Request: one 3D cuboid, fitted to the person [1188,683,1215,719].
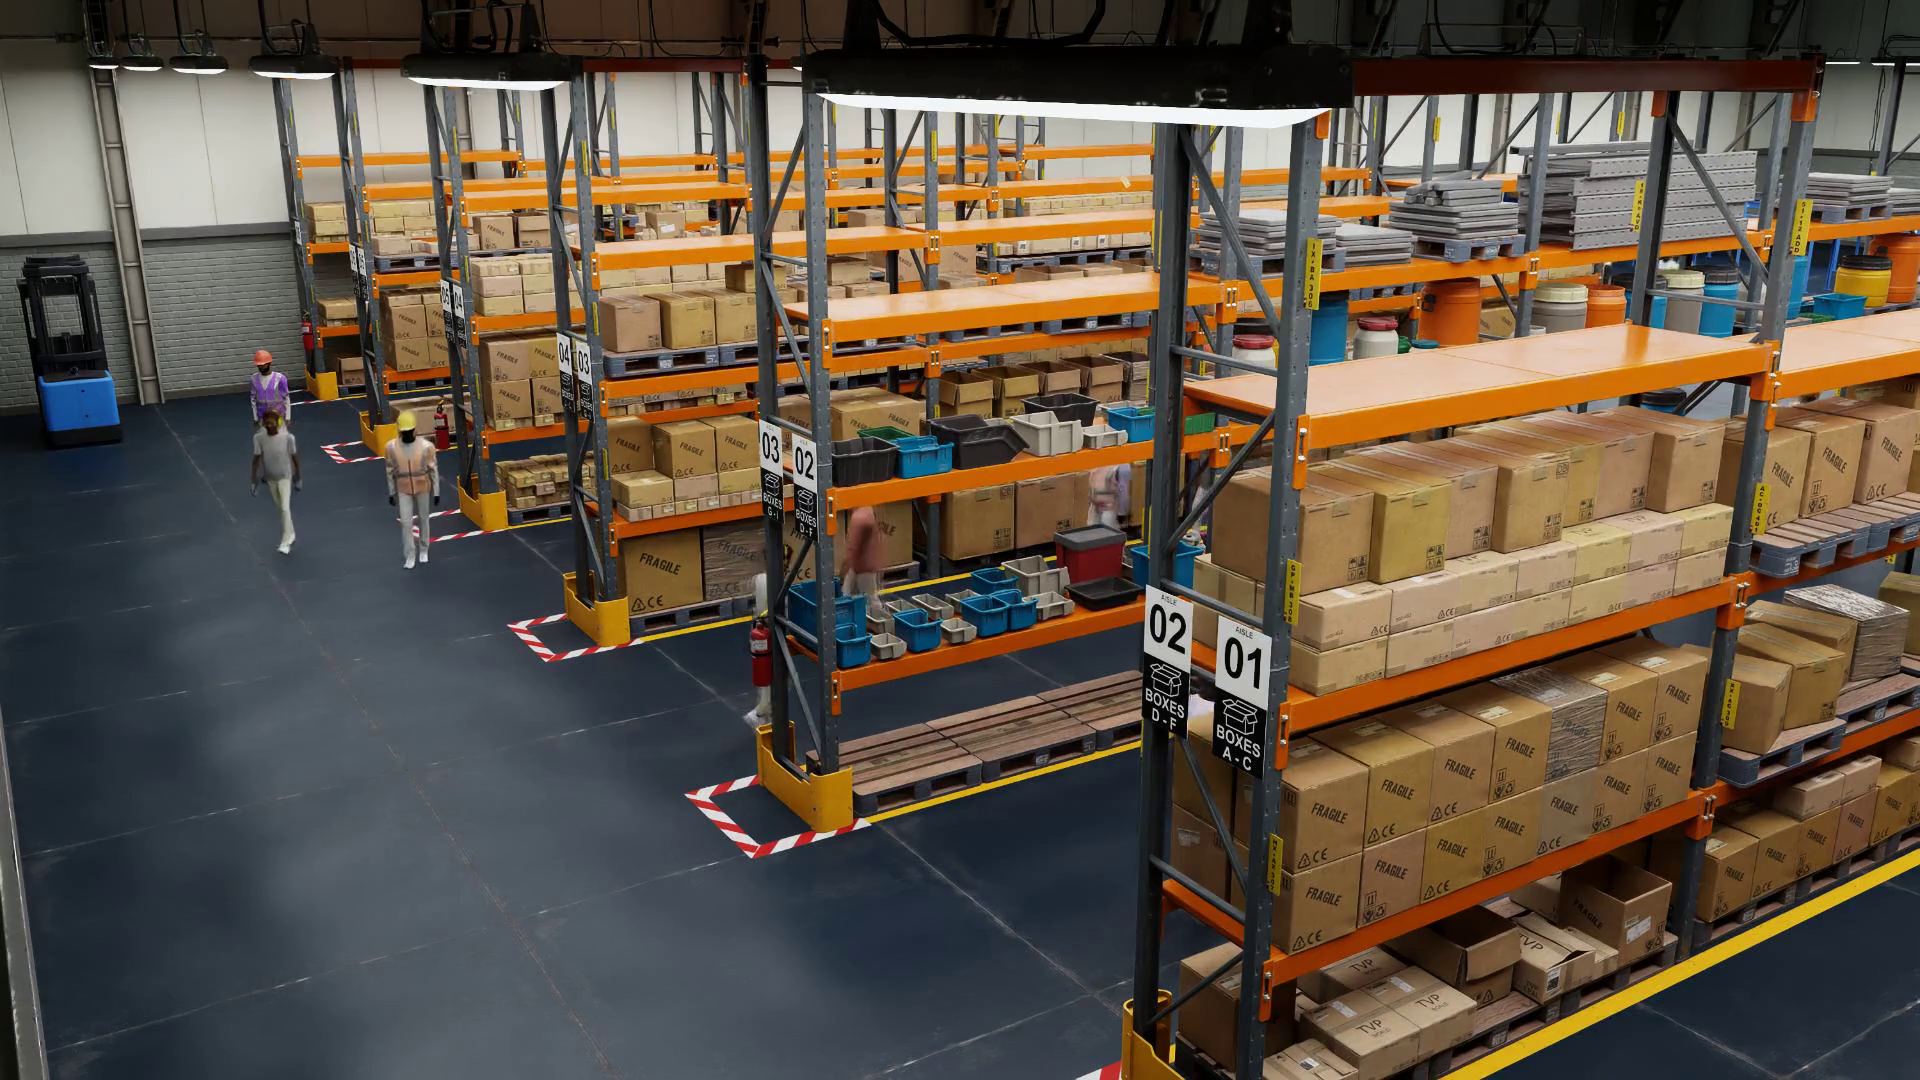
[{"bbox_3d":[1.838,1.756,11.454,0.602,1.895,0.432,9,19,27],"label":"person"}]

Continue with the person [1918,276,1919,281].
[{"bbox_3d":[20.466,-4.936,33.414,0.633,1.890,1.051,16,23,42],"label":"person"}]

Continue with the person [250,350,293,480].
[{"bbox_3d":[-10.081,-1.818,23.092,0.552,1.935,0.373,0,17,-1],"label":"person"}]

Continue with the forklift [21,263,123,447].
[{"bbox_3d":[-14.518,-3.079,25.708,1.129,2.768,1.873,-10,20,-31],"label":"forklift"}]

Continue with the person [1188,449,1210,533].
[{"bbox_3d":[3.172,-0.640,19.808,0.839,1.593,0.502,-8,19,-26],"label":"person"}]

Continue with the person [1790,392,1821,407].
[{"bbox_3d":[11.853,-1.369,22.176,0.839,1.594,0.529,-4,17,-12],"label":"person"}]

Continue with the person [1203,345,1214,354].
[{"bbox_3d":[3.720,-1.975,23.723,0.902,1.869,0.619,-8,19,-25],"label":"person"}]

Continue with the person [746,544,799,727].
[{"bbox_3d":[-1.688,0.919,14.298,0.470,1.834,0.577,-11,20,-32],"label":"person"}]

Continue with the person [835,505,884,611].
[{"bbox_3d":[-1.142,0.271,16.208,0.959,1.949,0.612,-1,17,-4],"label":"person"}]

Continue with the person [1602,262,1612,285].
[{"bbox_3d":[14.581,-5.711,36.070,0.444,1.811,0.678,-5,18,-17],"label":"person"}]

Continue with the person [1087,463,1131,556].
[{"bbox_3d":[1.759,-0.415,18.667,0.505,1.832,0.645,-10,20,-30],"label":"person"}]

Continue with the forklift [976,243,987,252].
[{"bbox_3d":[0.988,-5.474,34.718,1.214,2.155,2.313,-10,20,-31],"label":"forklift"}]

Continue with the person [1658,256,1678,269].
[{"bbox_3d":[15.617,-5.576,35.307,0.941,2.004,0.636,-4,17,-12],"label":"person"}]

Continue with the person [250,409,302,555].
[{"bbox_3d":[-8.568,-0.738,19.765,0.537,1.815,0.993,-1,17,-3],"label":"person"}]

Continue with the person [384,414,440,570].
[{"bbox_3d":[-6.613,-0.575,19.077,0.612,1.893,0.871,-4,17,-14],"label":"person"}]
